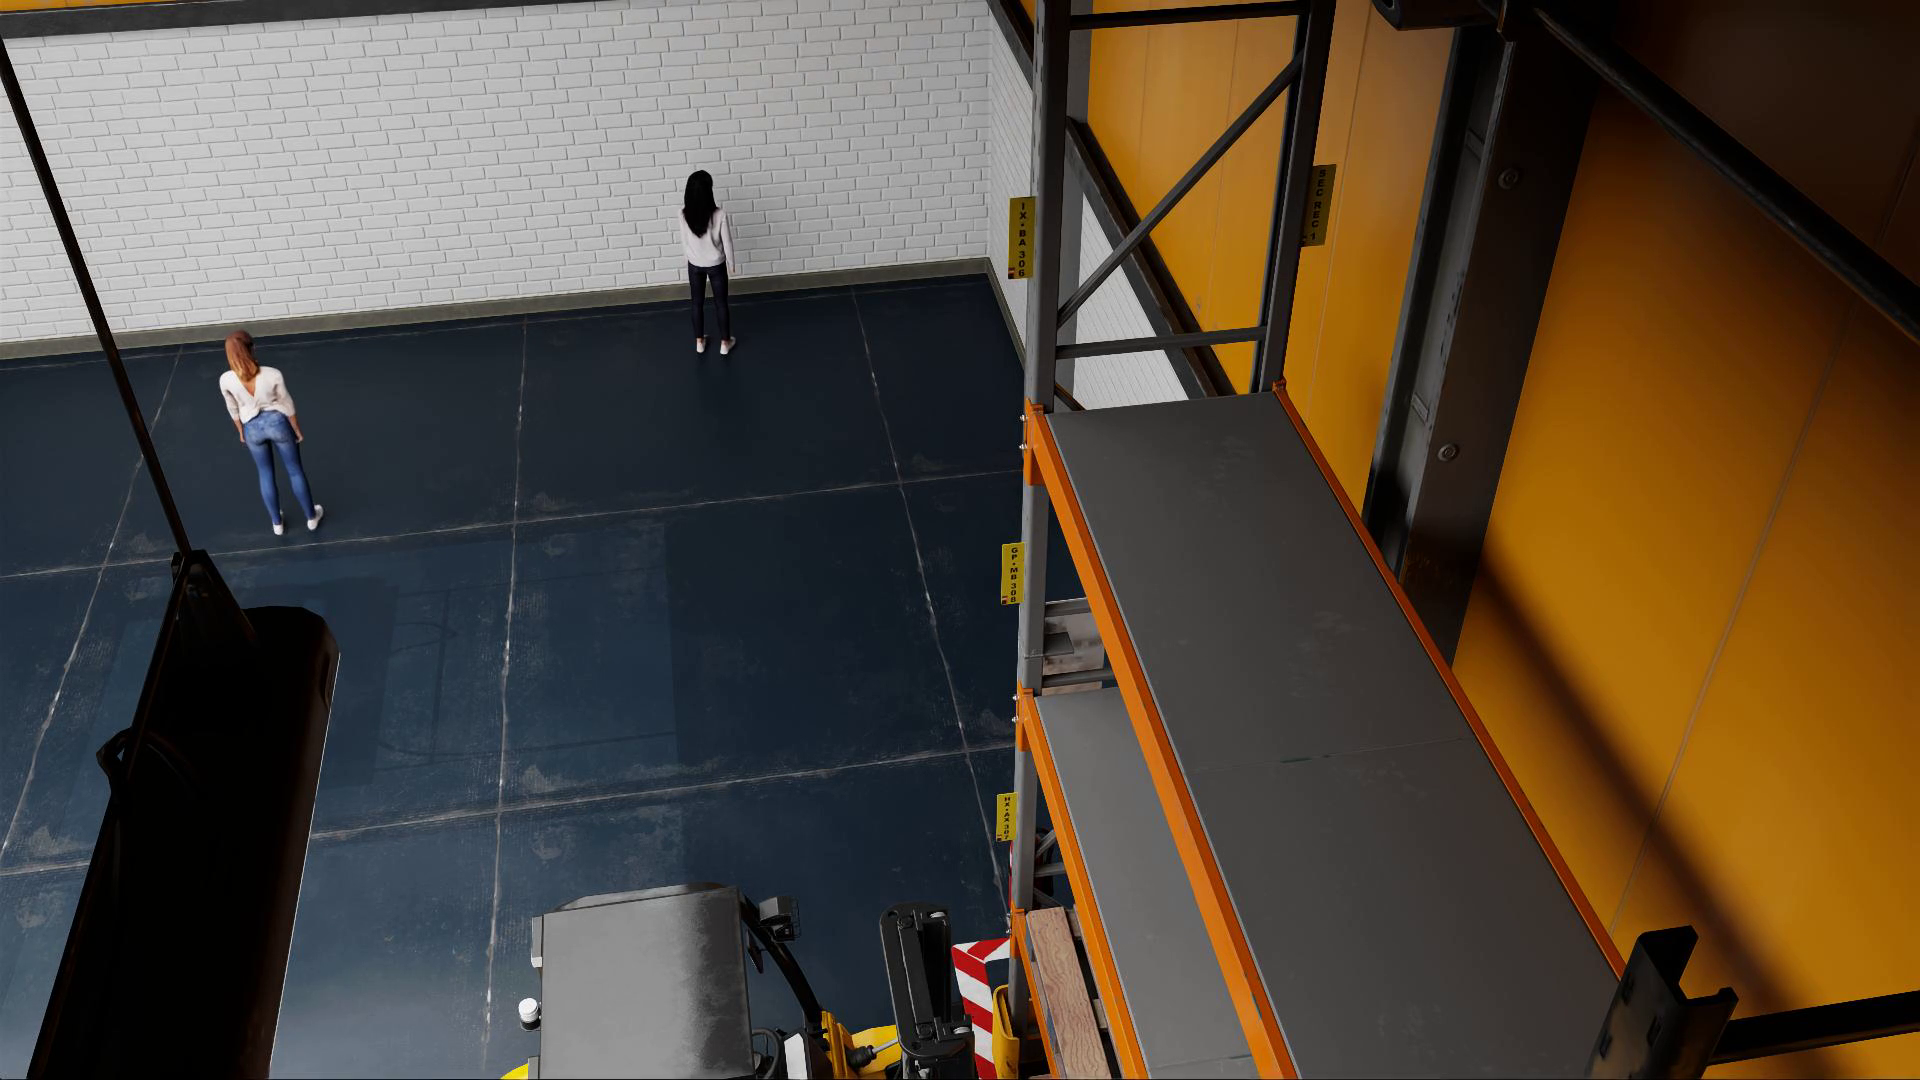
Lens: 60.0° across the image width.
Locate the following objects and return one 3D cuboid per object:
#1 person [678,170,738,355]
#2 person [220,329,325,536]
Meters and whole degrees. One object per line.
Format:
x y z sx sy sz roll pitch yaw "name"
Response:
-2.174 -2.374 14.248 0.665 1.701 0.640 5 39 6 "person"
-5.088 -0.790 12.250 0.614 1.721 0.526 -8 39 -10 "person"
